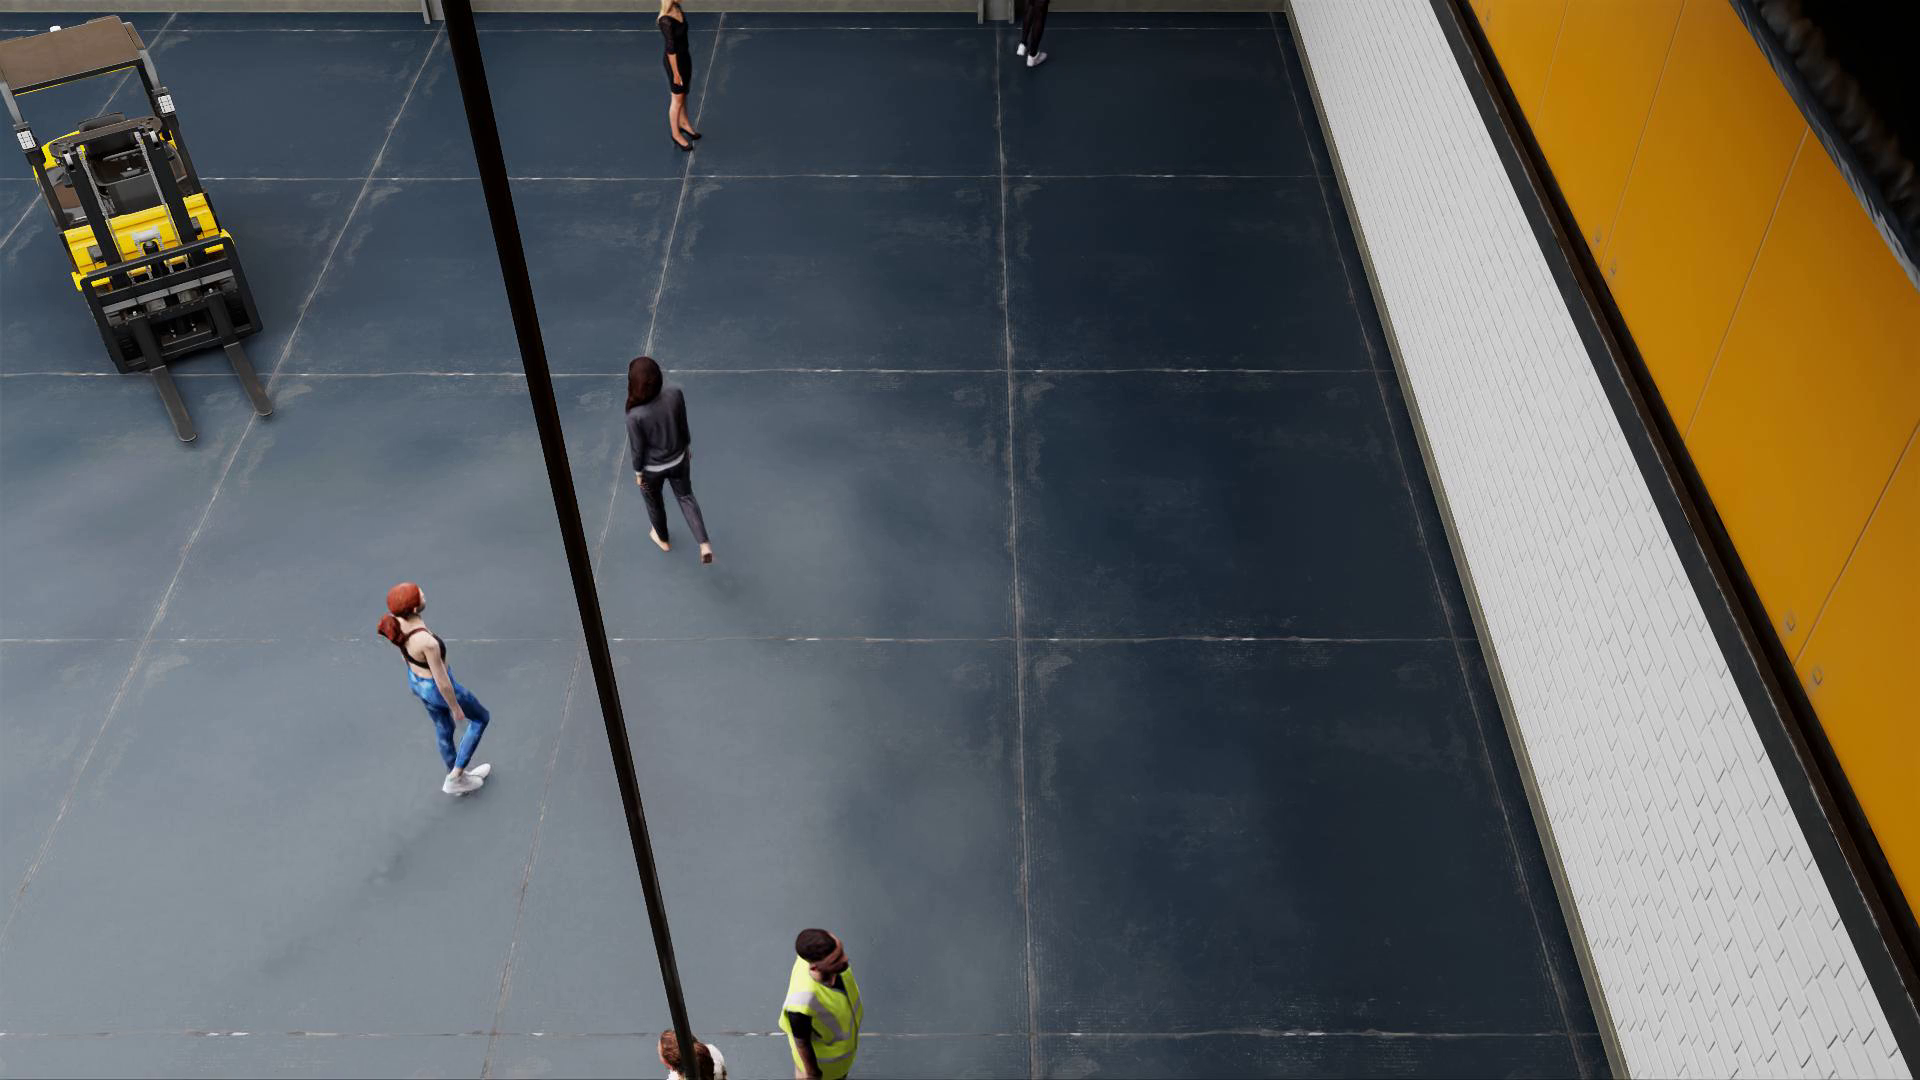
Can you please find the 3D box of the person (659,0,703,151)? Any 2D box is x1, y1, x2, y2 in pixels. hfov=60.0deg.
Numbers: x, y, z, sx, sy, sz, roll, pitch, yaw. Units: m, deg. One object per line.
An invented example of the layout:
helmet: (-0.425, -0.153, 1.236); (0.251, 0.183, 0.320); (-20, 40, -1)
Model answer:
person: (-2.656, -4.483, 15.644); (0.518, 1.674, 0.564); (5, 44, 5)

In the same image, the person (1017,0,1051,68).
person: (0.723, -5.598, 16.750); (0.717, 1.764, 0.789); (31, 51, 28)

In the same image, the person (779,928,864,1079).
person: (-0.663, 2.464, 8.227); (0.774, 1.846, 0.747); (7, 44, 7)

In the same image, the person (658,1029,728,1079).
person: (-1.152, 2.881, 7.917); (1.188, 1.669, 0.880); (13, 45, 13)

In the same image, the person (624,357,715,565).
person: (-1.995, -0.512, 11.416); (0.988, 1.755, 0.994); (-28, 50, -26)

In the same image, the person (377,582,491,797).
person: (-3.155, 0.962, 9.851); (0.722, 1.780, 0.785); (27, 50, 25)
